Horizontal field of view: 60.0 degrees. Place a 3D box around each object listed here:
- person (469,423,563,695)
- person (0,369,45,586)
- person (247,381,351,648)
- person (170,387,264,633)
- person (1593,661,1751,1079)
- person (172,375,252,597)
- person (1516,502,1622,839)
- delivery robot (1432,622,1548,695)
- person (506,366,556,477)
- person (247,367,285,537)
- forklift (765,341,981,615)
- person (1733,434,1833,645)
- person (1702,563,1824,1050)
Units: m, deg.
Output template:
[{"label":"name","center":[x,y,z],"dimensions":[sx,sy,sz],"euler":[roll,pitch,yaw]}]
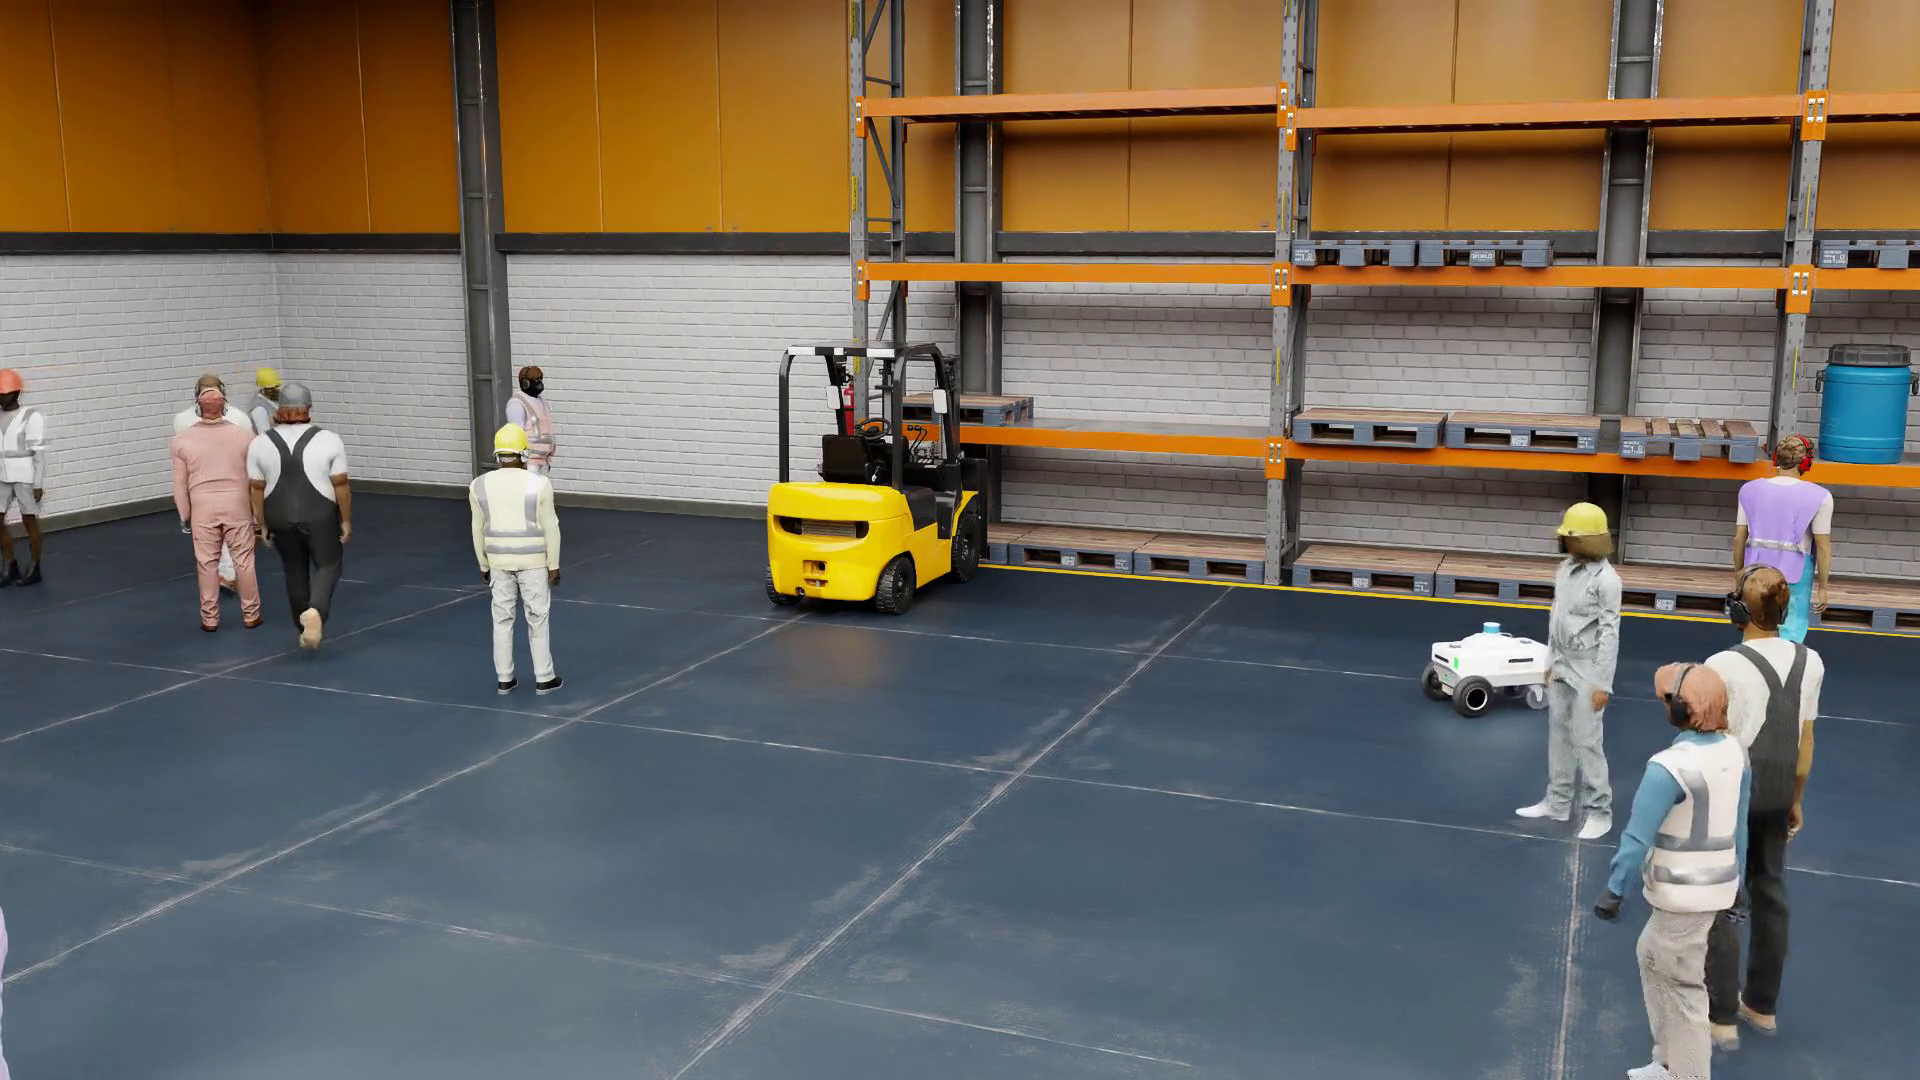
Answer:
[{"label":"person","center":[-2.952,0.133,11.149],"dimensions":[0.586,1.837,0.403],"euler":[1,10,4]},{"label":"person","center":[-8.311,-0.526,14.558],"dimensions":[0.581,1.923,0.540],"euler":[1,10,8]},{"label":"person","center":[-4.874,-0.178,12.312],"dimensions":[0.697,2.000,0.723],"euler":[-1,10,-7]},{"label":"person","center":[-5.769,-0.234,12.984],"dimensions":[0.641,1.913,0.408],"euler":[-4,11,-23]},{"label":"person","center":[2.435,1.210,5.734],"dimensions":[0.514,1.625,0.498],"euler":[-8,13,-39]},{"label":"person","center":[-6.417,-0.455,14.288],"dimensions":[0.637,1.889,0.989],"euler":[-2,10,-11]},{"label":"person","center":[3.170,0.666,8.533],"dimensions":[0.370,1.744,0.584],"euler":[-2,10,-11]},{"label":"delivery robot","center":[3.456,0.782,10.844],"dimensions":[0.707,0.478,0.477],"euler":[-2,11,-14]},{"label":"person","center":[-4.151,-0.775,16.194],"dimensions":[0.429,1.843,0.627],"euler":[2,10,10]},{"label":"person","center":[-7.010,-0.890,17.041],"dimensions":[0.770,1.772,0.651],"euler":[0,10,2]},{"label":"forklift","center":[-0.739,-0.602,14.246],"dimensions":[1.214,2.155,2.313],"euler":[4,11,21]},{"label":"person","center":[5.128,0.260,10.414],"dimensions":[0.373,1.843,0.569],"euler":[-9,14,-42]},{"label":"person","center":[2.968,1.000,6.310],"dimensions":[0.541,1.843,0.381],"euler":[-3,11,-17]}]
